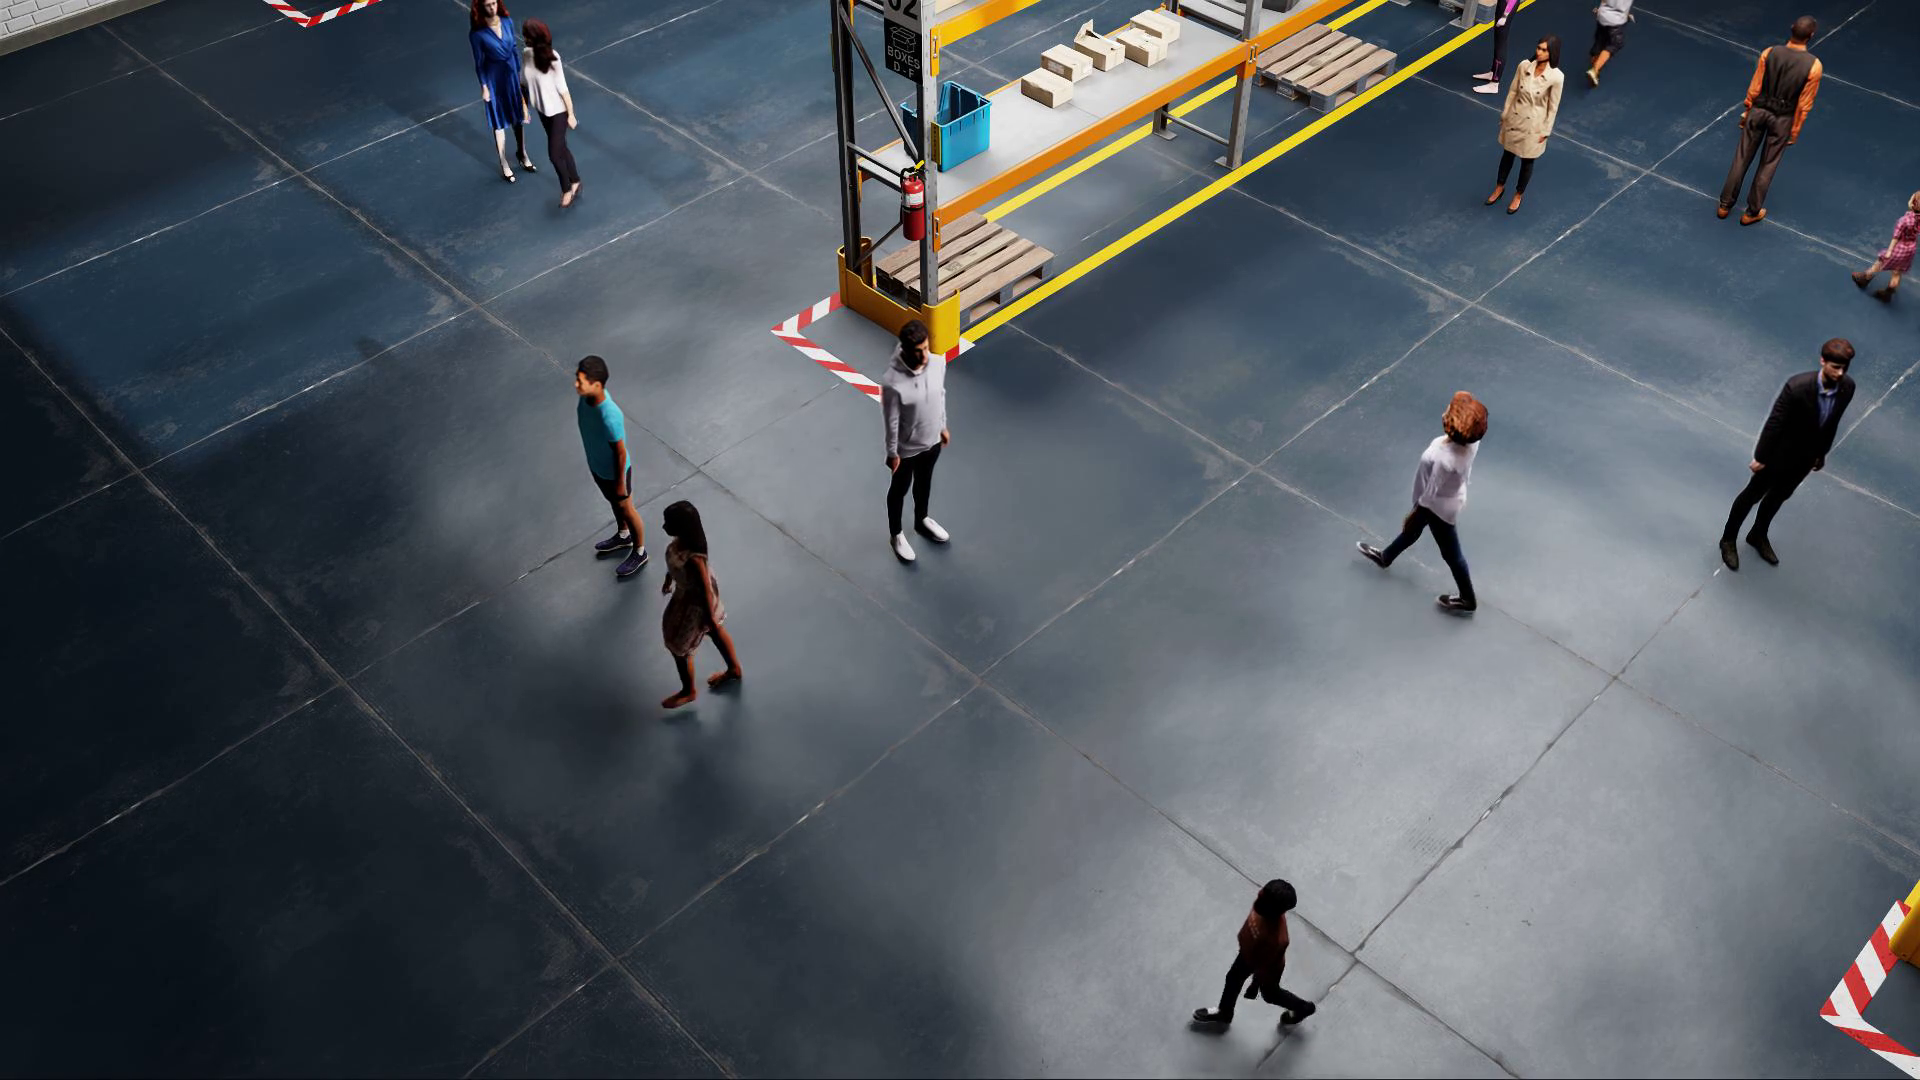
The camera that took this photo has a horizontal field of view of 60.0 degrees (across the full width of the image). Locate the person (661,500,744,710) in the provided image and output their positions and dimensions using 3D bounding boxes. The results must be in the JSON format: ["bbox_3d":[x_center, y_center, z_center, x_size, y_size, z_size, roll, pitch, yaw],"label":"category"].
[{"bbox_3d":[-1.566,0.352,10.472,0.933,1.622,0.845,-11,45,-12],"label":"person"}]

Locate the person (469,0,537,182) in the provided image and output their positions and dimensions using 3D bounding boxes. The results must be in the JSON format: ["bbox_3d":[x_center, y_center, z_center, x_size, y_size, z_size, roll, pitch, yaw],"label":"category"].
[{"bbox_3d":[-4.130,-4.124,15.022,0.669,1.827,0.498,34,53,30],"label":"person"}]

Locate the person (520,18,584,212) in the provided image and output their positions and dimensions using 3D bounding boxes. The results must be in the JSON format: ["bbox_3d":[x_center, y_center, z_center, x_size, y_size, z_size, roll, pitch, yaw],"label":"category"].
[{"bbox_3d":[-3.532,-3.805,14.721,0.693,1.780,0.695,26,49,24],"label":"person"}]

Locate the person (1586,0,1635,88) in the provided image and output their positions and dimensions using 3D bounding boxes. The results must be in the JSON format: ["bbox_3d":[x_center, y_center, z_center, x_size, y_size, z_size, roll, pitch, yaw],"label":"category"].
[{"bbox_3d":[6.452,-5.215,16.445,0.618,1.444,0.799,30,51,27],"label":"person"}]

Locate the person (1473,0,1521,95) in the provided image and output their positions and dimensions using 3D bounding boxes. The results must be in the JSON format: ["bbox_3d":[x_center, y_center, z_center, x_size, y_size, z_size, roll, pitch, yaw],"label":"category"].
[{"bbox_3d":[5.346,-5.225,16.232,0.720,1.752,0.643,10,45,11],"label":"person"}]

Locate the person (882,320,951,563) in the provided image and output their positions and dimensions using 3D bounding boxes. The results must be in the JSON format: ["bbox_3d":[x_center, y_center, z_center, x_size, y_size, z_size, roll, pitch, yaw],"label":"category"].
[{"bbox_3d":[-0.317,-0.713,11.368,0.516,1.929,0.749,-31,52,-29],"label":"person"}]

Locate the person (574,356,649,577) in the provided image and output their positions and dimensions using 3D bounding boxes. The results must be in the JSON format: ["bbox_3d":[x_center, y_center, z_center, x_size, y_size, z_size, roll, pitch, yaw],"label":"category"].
[{"bbox_3d":[-2.365,-0.522,11.278,0.597,1.776,0.657,-24,49,-23],"label":"person"}]

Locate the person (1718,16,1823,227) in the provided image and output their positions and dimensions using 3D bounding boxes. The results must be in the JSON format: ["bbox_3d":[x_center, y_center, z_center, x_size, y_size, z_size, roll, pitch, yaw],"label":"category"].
[{"bbox_3d":[7.047,-3.646,14.463,0.715,1.907,0.634,29,51,27],"label":"person"}]

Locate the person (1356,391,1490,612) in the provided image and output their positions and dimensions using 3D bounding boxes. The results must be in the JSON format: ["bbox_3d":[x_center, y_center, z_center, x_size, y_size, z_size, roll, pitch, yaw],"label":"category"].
[{"bbox_3d":[3.291,-0.209,11.024,0.893,1.674,1.160,23,48,22],"label":"person"}]

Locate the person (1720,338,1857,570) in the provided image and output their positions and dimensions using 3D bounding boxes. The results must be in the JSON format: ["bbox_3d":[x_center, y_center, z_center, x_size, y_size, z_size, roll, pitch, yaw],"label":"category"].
[{"bbox_3d":[5.643,-0.612,11.289,0.746,1.891,0.843,-6,44,-7],"label":"person"}]

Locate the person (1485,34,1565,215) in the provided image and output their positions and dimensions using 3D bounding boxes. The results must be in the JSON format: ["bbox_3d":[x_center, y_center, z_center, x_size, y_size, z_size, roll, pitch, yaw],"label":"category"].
[{"bbox_3d":[4.995,-3.669,14.650,0.513,1.682,0.636,-34,53,-30],"label":"person"}]

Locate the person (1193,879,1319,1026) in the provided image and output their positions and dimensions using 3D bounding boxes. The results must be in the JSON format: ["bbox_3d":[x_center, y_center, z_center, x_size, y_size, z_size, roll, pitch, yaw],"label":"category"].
[{"bbox_3d":[1.663,2.224,8.788,0.949,1.235,0.854,-4,44,-4],"label":"person"}]

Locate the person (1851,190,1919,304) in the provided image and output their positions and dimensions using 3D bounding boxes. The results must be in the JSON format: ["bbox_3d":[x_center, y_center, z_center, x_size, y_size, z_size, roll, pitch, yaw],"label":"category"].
[{"bbox_3d":[7.848,-2.416,13.823,0.643,1.008,0.656,-11,45,-11],"label":"person"}]
